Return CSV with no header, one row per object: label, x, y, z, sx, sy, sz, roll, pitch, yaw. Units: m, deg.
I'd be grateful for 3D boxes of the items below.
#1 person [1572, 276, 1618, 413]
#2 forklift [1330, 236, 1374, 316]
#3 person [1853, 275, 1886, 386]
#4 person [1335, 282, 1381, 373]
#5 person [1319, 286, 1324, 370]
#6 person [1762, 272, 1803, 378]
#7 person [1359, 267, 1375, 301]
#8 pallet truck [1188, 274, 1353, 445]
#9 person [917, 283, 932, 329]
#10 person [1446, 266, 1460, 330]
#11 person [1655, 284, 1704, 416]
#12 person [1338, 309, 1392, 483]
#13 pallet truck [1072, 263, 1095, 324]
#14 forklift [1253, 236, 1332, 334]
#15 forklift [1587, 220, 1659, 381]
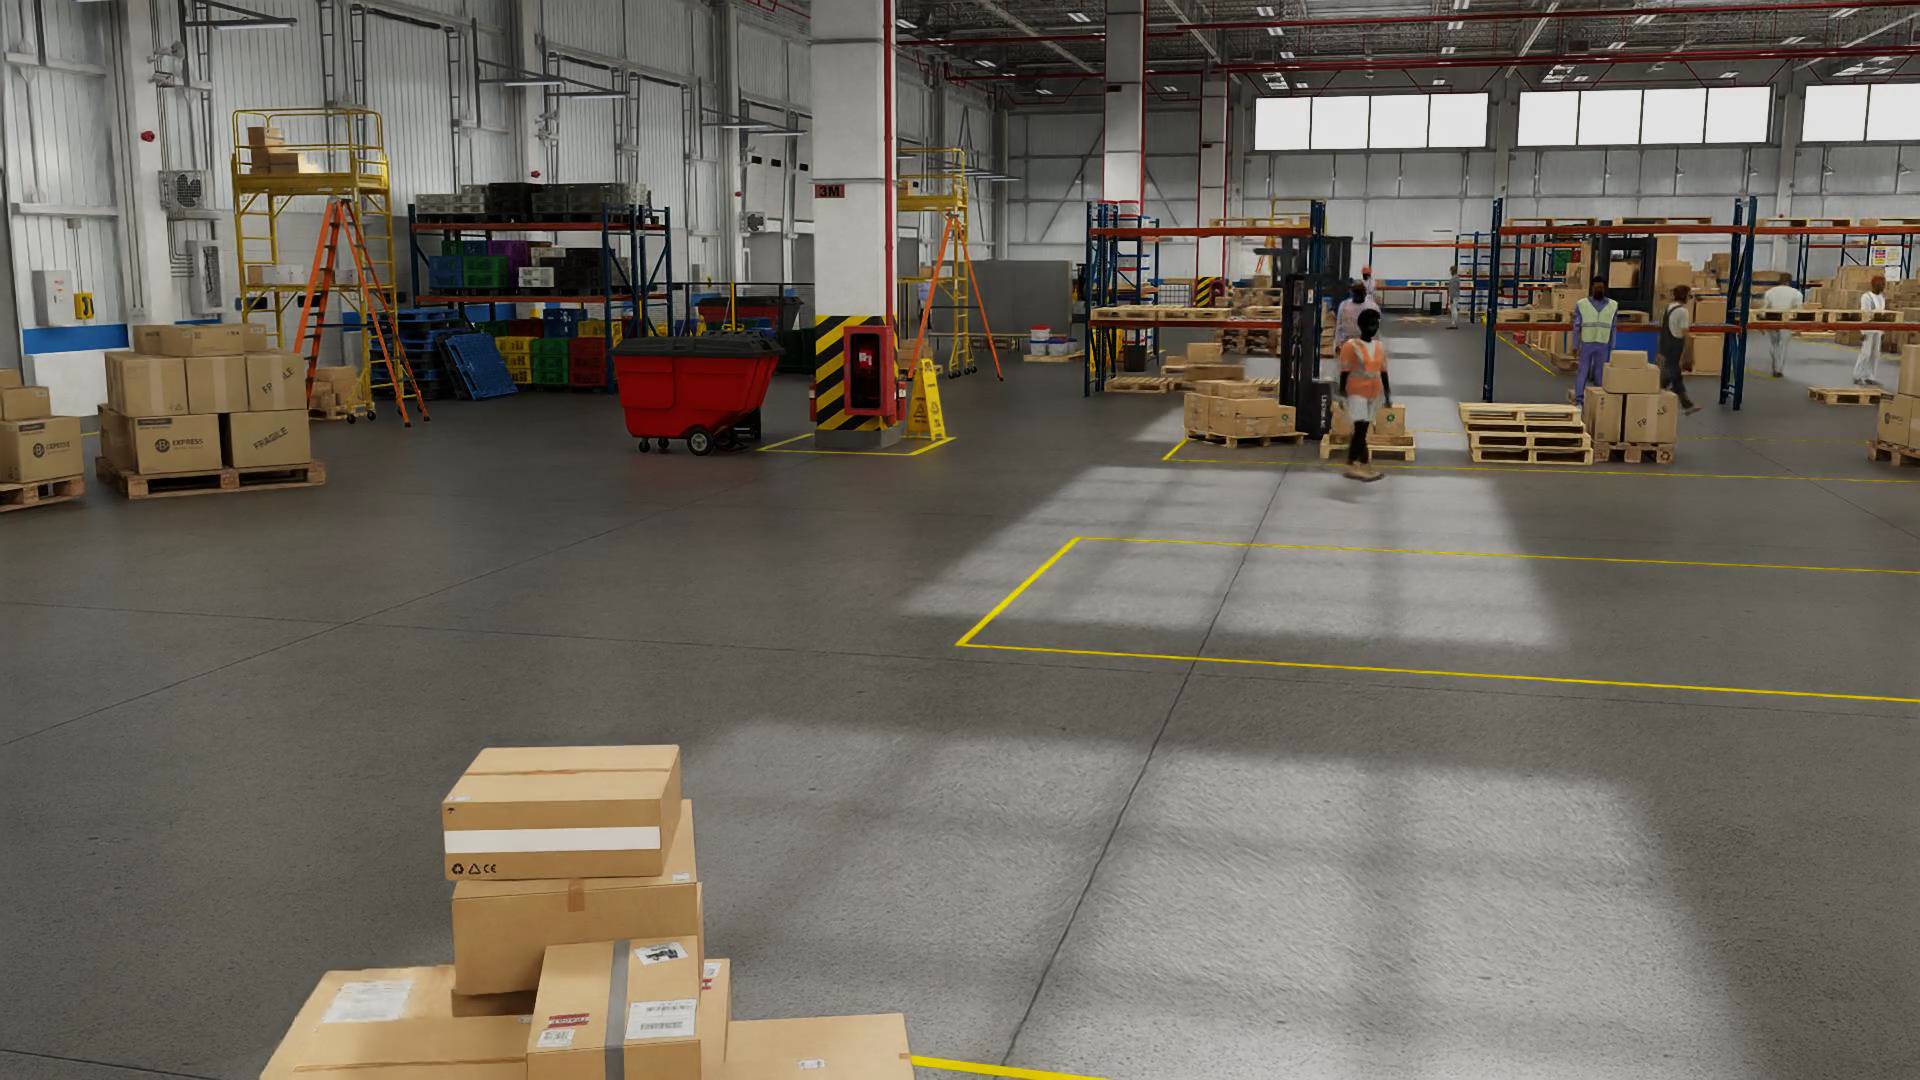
person,8.900,-2.737,23.346,0.596,1.916,0.373,1,10,7
forklift,11.773,-7.994,51.471,1.873,2.768,1.129,-2,10,-12
person,15.516,-3.559,28.299,0.586,1.881,0.339,-5,11,-26
person,5.809,-2.860,24.327,0.643,1.825,0.466,4,11,23
person,6.844,-4.126,32.063,0.486,1.738,0.320,-9,13,-42
person,15.059,-3.925,30.396,0.662,1.891,0.974,7,12,36
person,11.508,-6.799,47.339,0.980,1.890,0.565,-8,13,-41
pallet truck,3.653,-2.138,19.590,1.885,1.965,0.823,-4,10,-20
person,-1.030,-7.369,50.601,0.547,1.929,0.387,-4,11,-24
person,14.958,-7.336,50.388,0.357,1.931,0.630,4,11,24
person,9.822,-2.558,22.624,0.930,1.801,0.552,-1,10,-6
person,3.971,-1.388,16.100,0.552,1.666,0.702,-6,11,-31
pallet truck,4.325,-8.180,55.162,0.823,1.965,1.885,6,11,31
forklift,9.214,-7.026,45.770,1.129,2.768,1.873,-9,13,-43
forklift,11.664,-4.222,29.261,1.129,2.768,1.873,2,10,14
